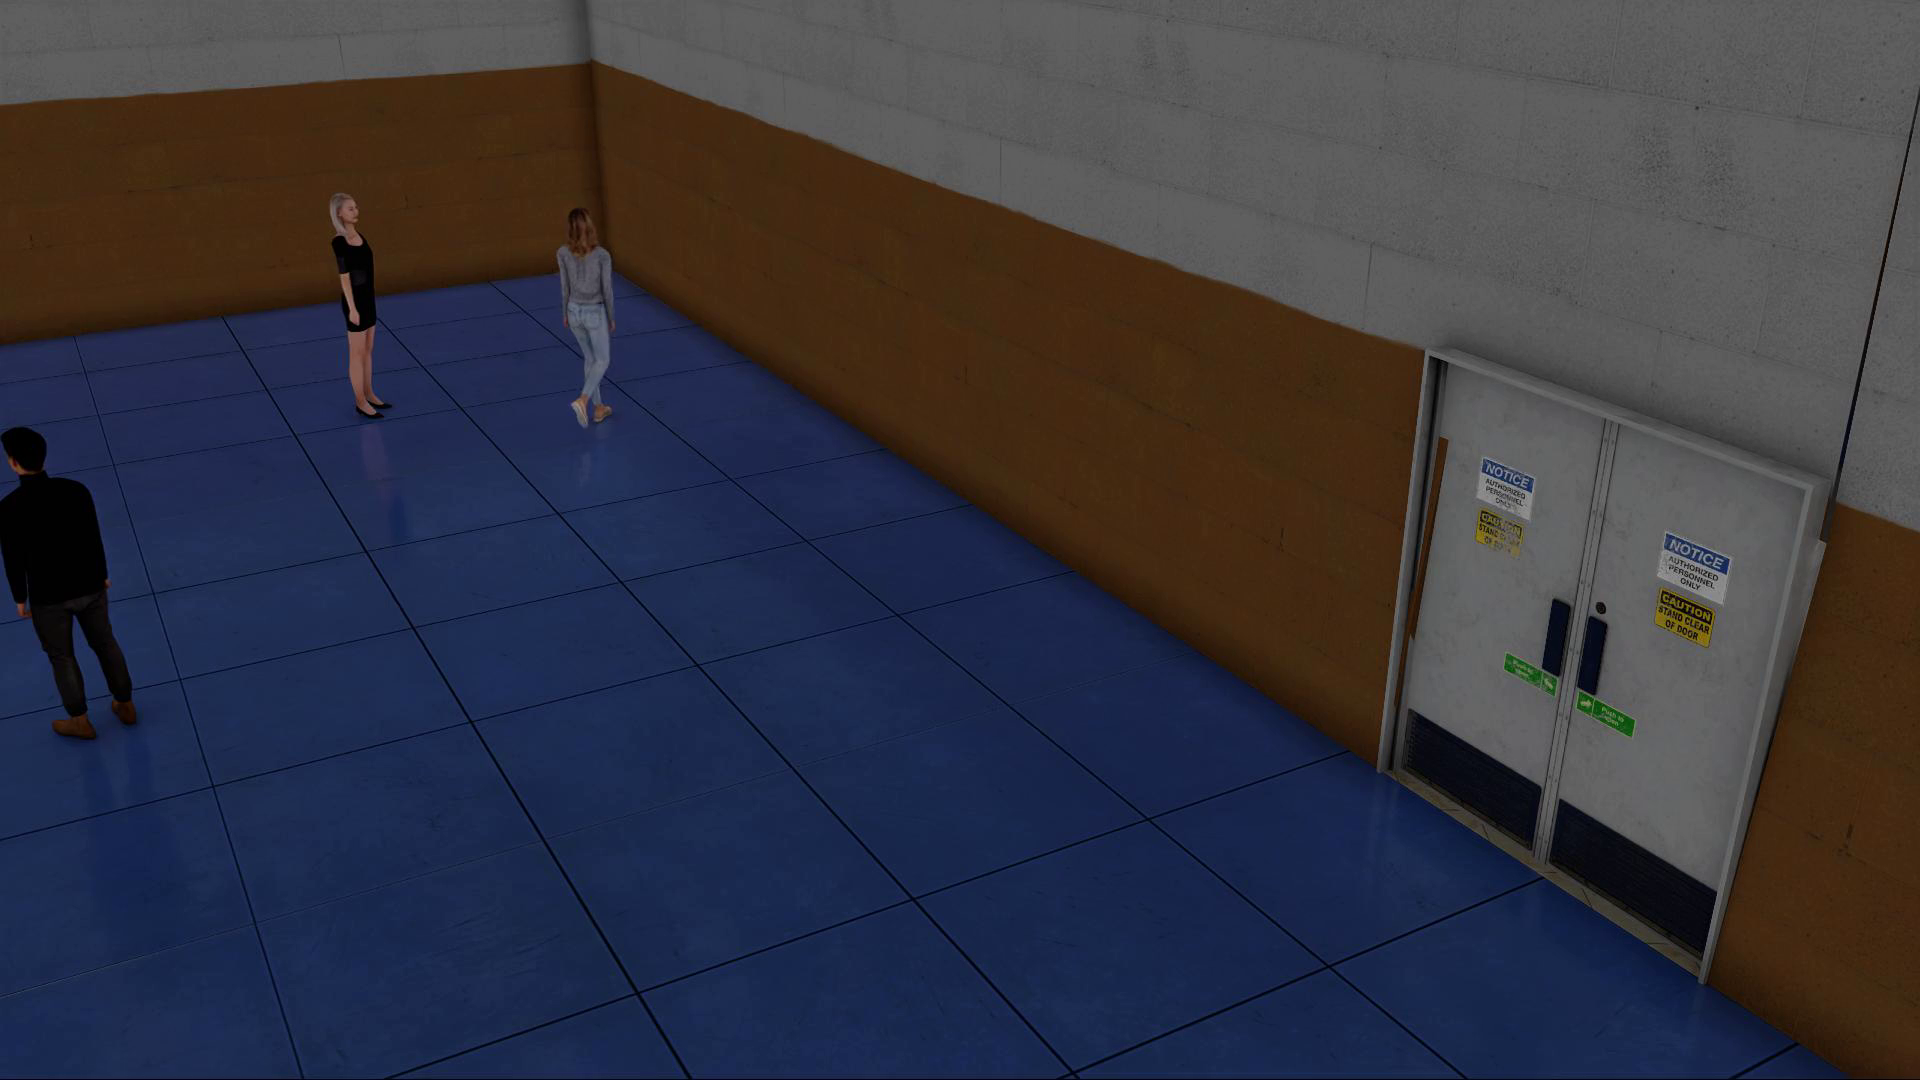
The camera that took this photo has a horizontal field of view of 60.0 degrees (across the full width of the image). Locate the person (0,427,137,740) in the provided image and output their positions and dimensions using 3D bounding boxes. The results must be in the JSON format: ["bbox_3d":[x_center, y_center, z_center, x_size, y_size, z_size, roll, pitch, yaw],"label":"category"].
[{"bbox_3d":[-4.746,0.228,8.818,0.776,1.716,0.611,20,30,37],"label":"person"}]

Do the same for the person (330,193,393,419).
[{"bbox_3d":[-4.912,-1.916,13.576,0.664,1.829,0.650,1,24,1],"label":"person"}]

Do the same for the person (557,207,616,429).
[{"bbox_3d":[-2.975,-1.718,13.193,1.010,1.775,1.041,4,24,10],"label":"person"}]
